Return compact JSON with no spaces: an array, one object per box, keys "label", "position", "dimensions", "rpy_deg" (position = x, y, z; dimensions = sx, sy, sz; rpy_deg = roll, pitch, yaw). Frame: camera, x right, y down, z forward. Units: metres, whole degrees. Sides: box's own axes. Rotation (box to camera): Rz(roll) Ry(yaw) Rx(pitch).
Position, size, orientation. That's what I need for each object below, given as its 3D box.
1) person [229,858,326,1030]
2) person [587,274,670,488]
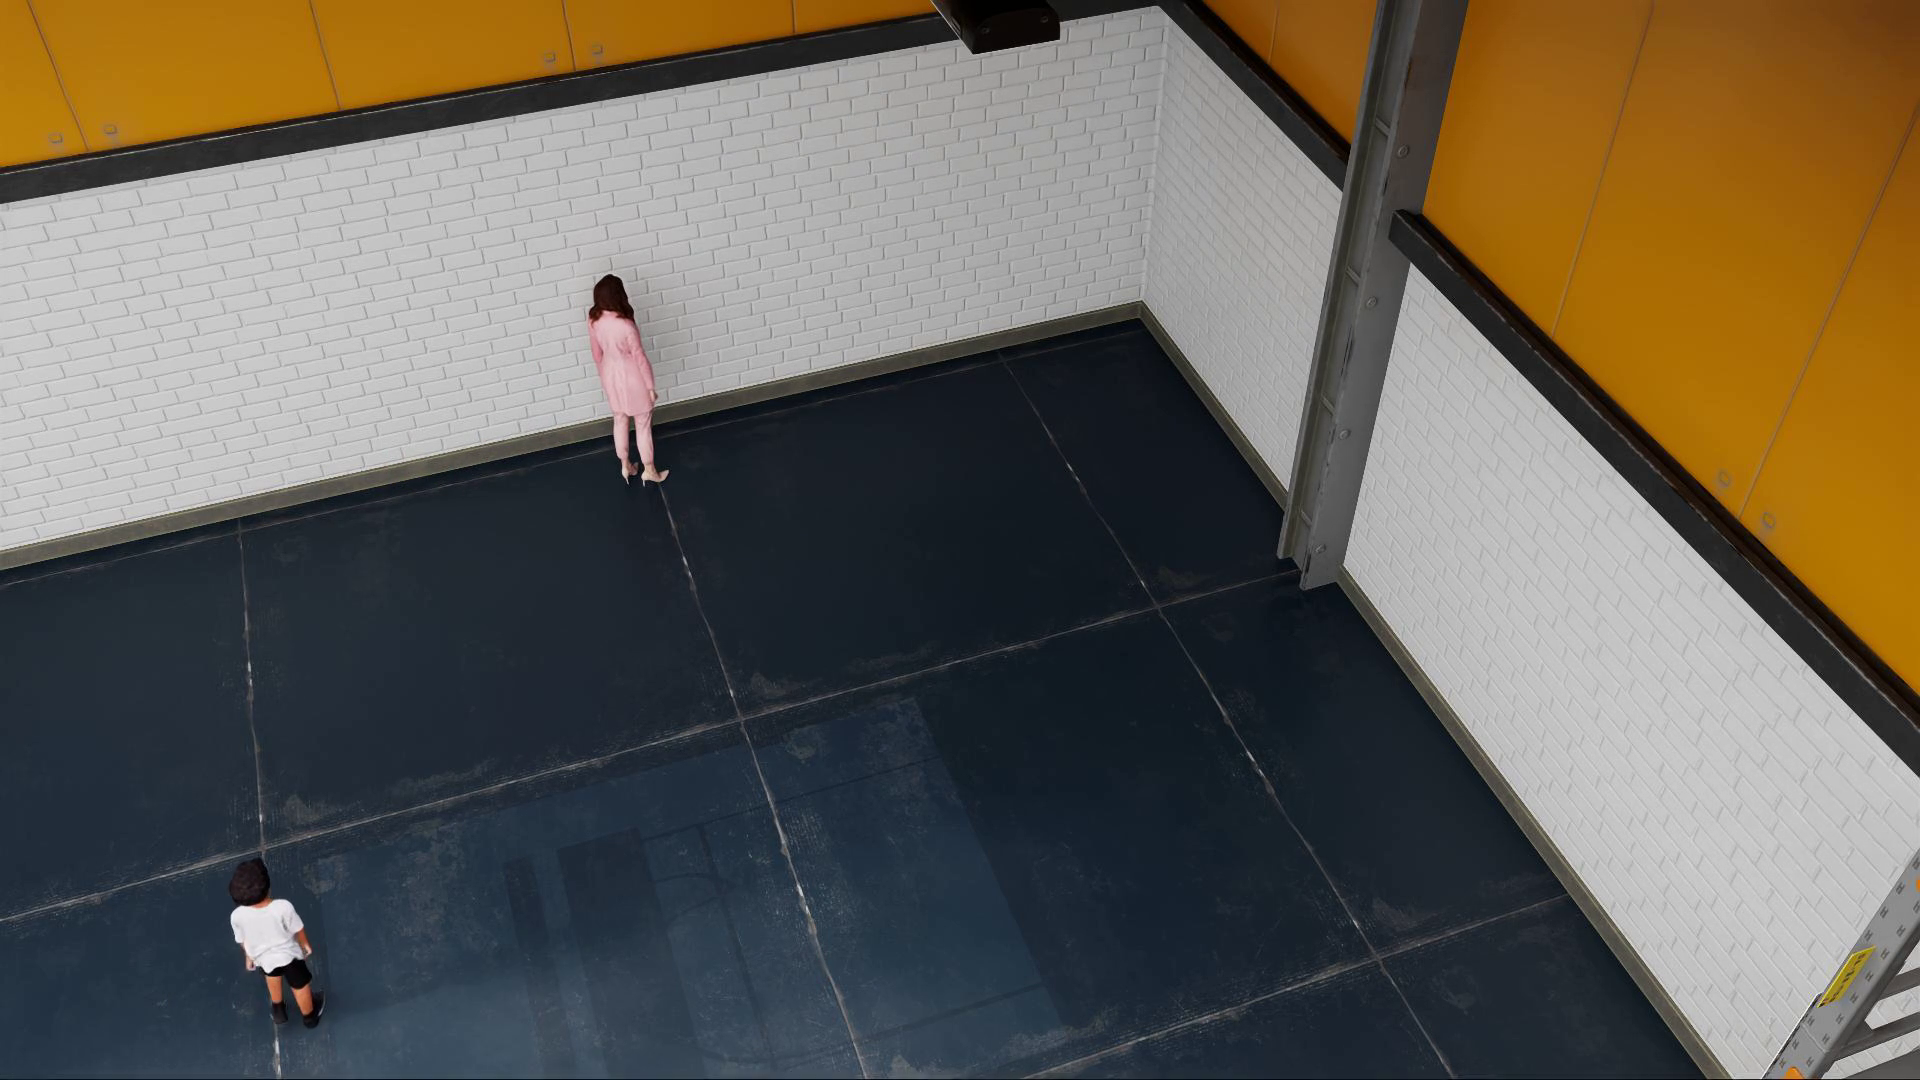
[{"label":"person","position":[-3.671,2.207,8.903],"dimensions":[0.532,1.243,0.542],"rpy_deg":[-10,44,-10]},{"label":"person","position":[-2.417,-1.121,11.992],"dimensions":[0.681,1.802,0.737],"rpy_deg":[17,46,17]}]
